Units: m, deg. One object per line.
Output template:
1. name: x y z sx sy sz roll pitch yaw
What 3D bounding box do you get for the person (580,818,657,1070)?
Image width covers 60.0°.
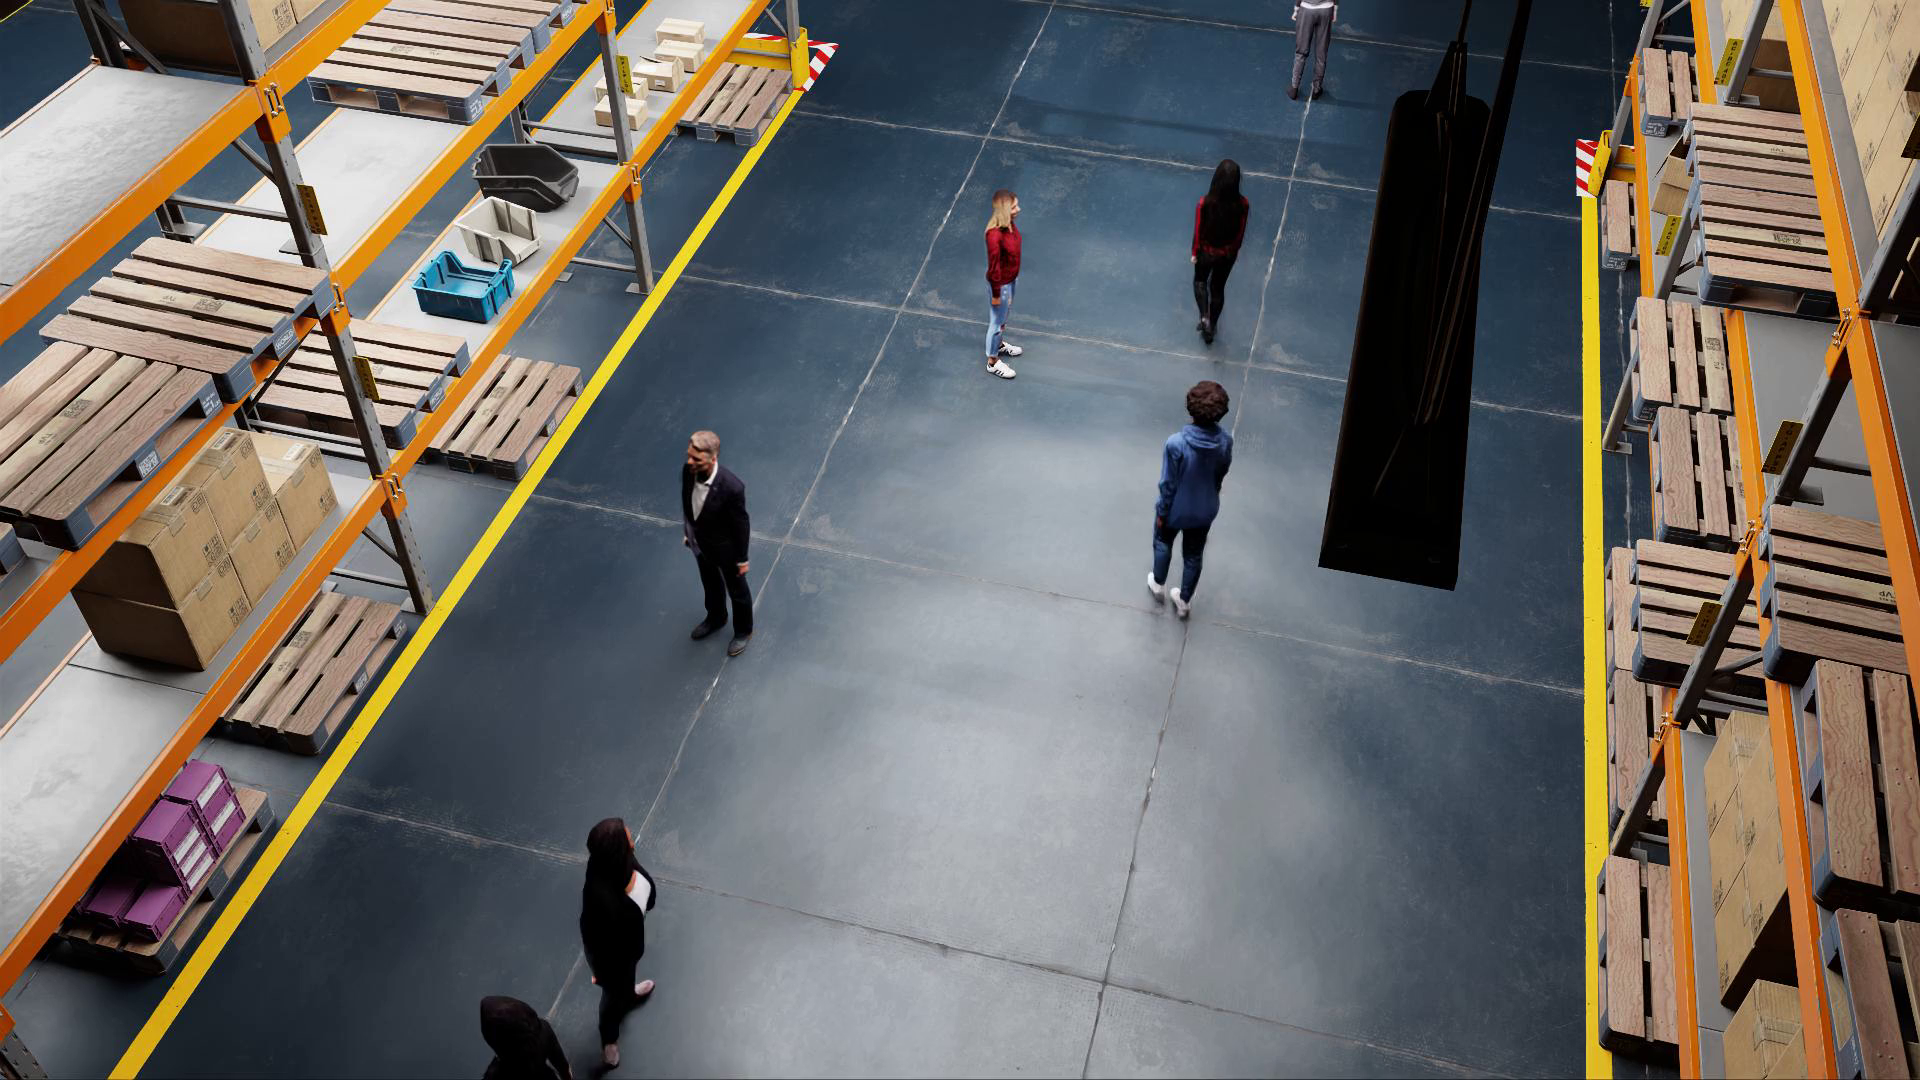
1. person: -1.875 2.146 8.850 0.929 1.584 0.682 8 44 8

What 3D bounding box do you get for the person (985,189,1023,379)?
1. person: 0.343 -2.072 13.242 0.663 1.634 0.451 9 44 9

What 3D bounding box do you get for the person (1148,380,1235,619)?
1. person: 1.540 -0.201 11.175 0.857 1.776 0.904 -16 46 -16

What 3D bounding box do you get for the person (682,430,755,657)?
1. person: -1.598 -0.006 10.942 0.761 1.815 0.719 26 49 25

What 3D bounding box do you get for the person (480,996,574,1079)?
1. person: -1.981 2.810 8.008 0.759 1.785 0.839 20 47 20

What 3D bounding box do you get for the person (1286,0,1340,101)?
1. person: 3.510 -5.195 16.415 0.613 1.779 0.550 4 44 4

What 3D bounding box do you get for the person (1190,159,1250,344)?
1. person: 2.097 -2.268 13.441 0.666 1.644 0.664 -5 44 -5
